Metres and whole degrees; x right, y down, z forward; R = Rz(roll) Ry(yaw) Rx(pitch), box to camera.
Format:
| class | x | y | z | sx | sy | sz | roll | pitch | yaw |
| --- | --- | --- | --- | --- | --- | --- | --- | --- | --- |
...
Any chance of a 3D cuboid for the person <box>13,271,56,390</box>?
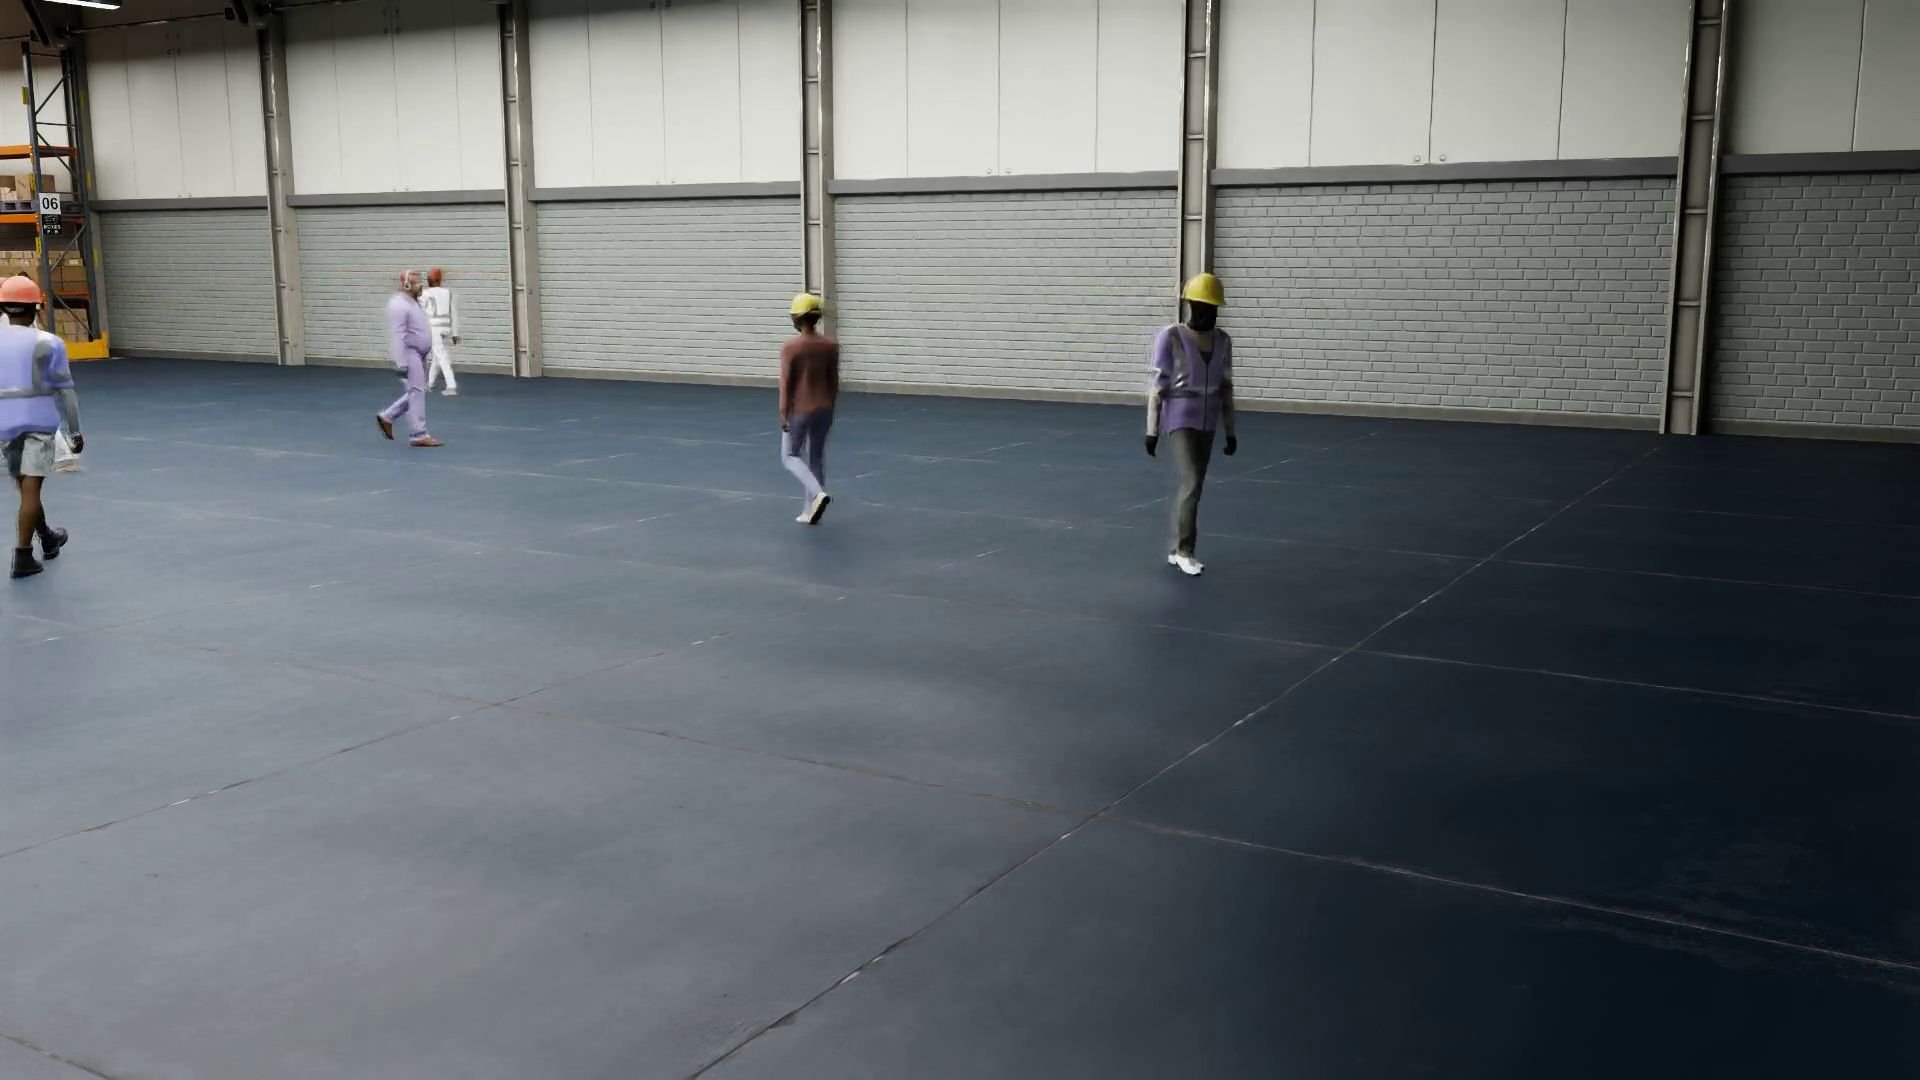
| class | x | y | z | sx | sy | sz | roll | pitch | yaw |
| --- | --- | --- | --- | --- | --- | --- | --- | --- | --- |
| person | -13.809 | -3.068 | 24.608 | 1.027 | 1.808 | 0.497 | 3 | 10 | 18 |

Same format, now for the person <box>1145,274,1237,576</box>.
| class | x | y | z | sx | sy | sz | roll | pitch | yaw |
| --- | --- | --- | --- | --- | --- | --- | --- | --- | --- |
| person | 1.527 | -0.721 | 10.548 | 0.603 | 1.900 | 0.645 | -6 | 11 | -32 |

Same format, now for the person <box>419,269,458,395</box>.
| class | x | y | z | sx | sy | sz | roll | pitch | yaw |
| --- | --- | --- | --- | --- | --- | --- | --- | --- | --- |
| person | -7.677 | -3.034 | 24.324 | 1.009 | 1.830 | 0.593 | 6 | 11 | 32 |

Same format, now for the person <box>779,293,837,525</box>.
| class | x | y | z | sx | sy | sz | roll | pitch | yaw |
| --- | --- | --- | --- | --- | --- | --- | --- | --- | --- |
| person | -1.105 | -0.956 | 12.383 | 0.530 | 1.754 | 0.494 | -8 | 13 | -40 |

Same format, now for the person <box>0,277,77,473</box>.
| class | x | y | z | sx | sy | sz | roll | pitch | yaw |
| --- | --- | --- | --- | --- | --- | --- | --- | --- | --- |
| person | -8.761 | -1.497 | 15.342 | 1.027 | 1.829 | 0.582 | -6 | 12 | -33 |

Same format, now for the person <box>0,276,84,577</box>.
| class | x | y | z | sx | sy | sz | roll | pitch | yaw |
| --- | --- | --- | --- | --- | --- | --- | --- | --- | --- |
| person | -5.992 | -0.750 | 10.774 | 0.566 | 1.884 | 0.984 | -1 | 10 | -8 |

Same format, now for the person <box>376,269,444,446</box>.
| class | x | y | z | sx | sy | sz | roll | pitch | yaw |
| --- | --- | --- | --- | --- | --- | --- | --- | --- | --- |
| person | -5.897 | -1.931 | 17.689 | 0.671 | 1.893 | 0.653 | 0 | 10 | 0 |
